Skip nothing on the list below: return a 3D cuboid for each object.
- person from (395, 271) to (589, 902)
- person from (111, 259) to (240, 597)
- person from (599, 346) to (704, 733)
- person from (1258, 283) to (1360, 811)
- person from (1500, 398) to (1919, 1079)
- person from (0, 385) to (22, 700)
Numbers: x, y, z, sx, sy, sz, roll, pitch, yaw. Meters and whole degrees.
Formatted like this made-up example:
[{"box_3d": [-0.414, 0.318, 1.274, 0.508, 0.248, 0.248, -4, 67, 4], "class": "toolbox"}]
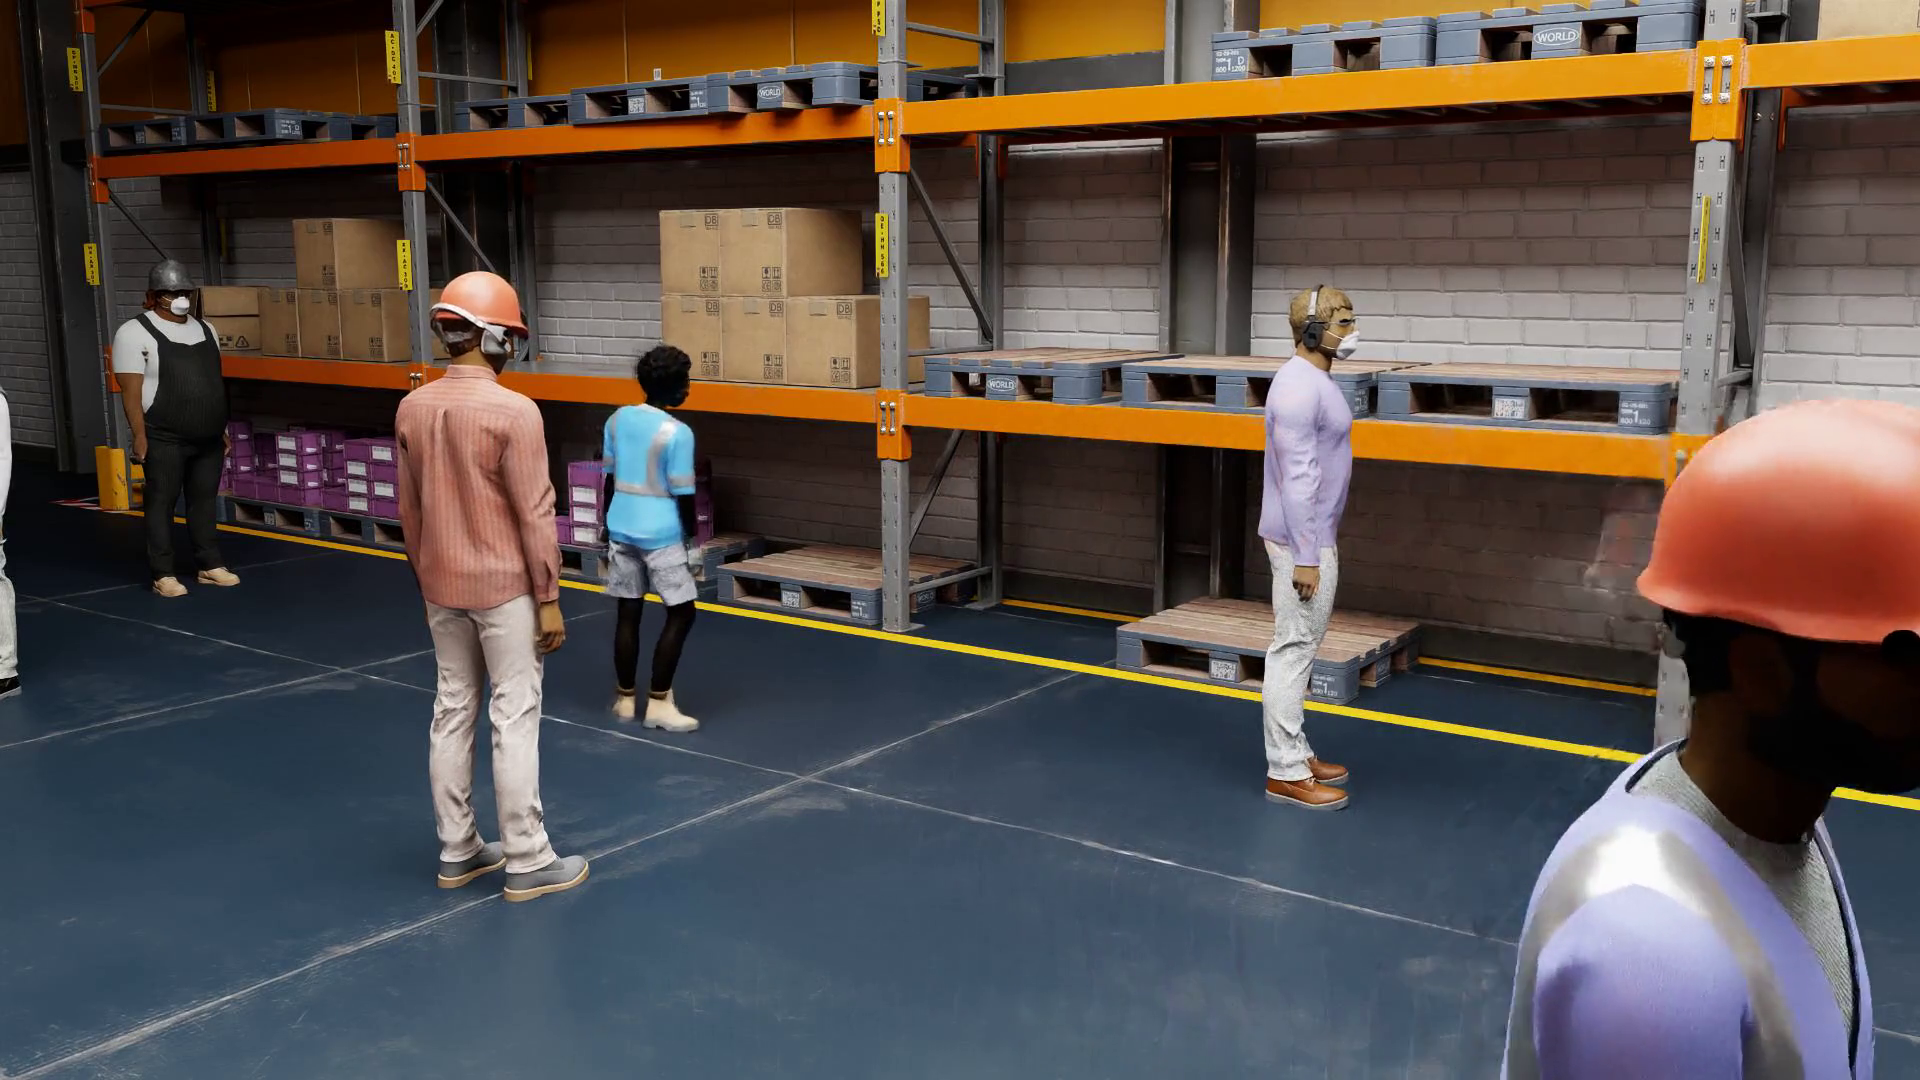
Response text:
[{"box_3d": [-1.496, 0.152, 5.286, 0.608, 1.990, 0.385, 5, 11, 28], "class": "person"}, {"box_3d": [-4.723, -0.689, 10.140, 0.539, 2.000, 0.688, 5, 11, 27], "class": "person"}, {"box_3d": [-1.347, -0.002, 7.195, 0.632, 1.664, 0.312, 8, 12, 38], "class": "person"}, {"box_3d": [1.307, 0.020, 6.226, 0.372, 1.940, 0.630, 3, 10, 15], "class": "person"}, {"box_3d": [0.727, 0.833, 1.479, 0.846, 1.900, 0.568, 7, 12, 37], "class": "person"}, {"box_3d": [-4.589, -0.156, 7.621, 0.589, 1.822, 0.403, 6, 11, 30], "class": "person"}]
